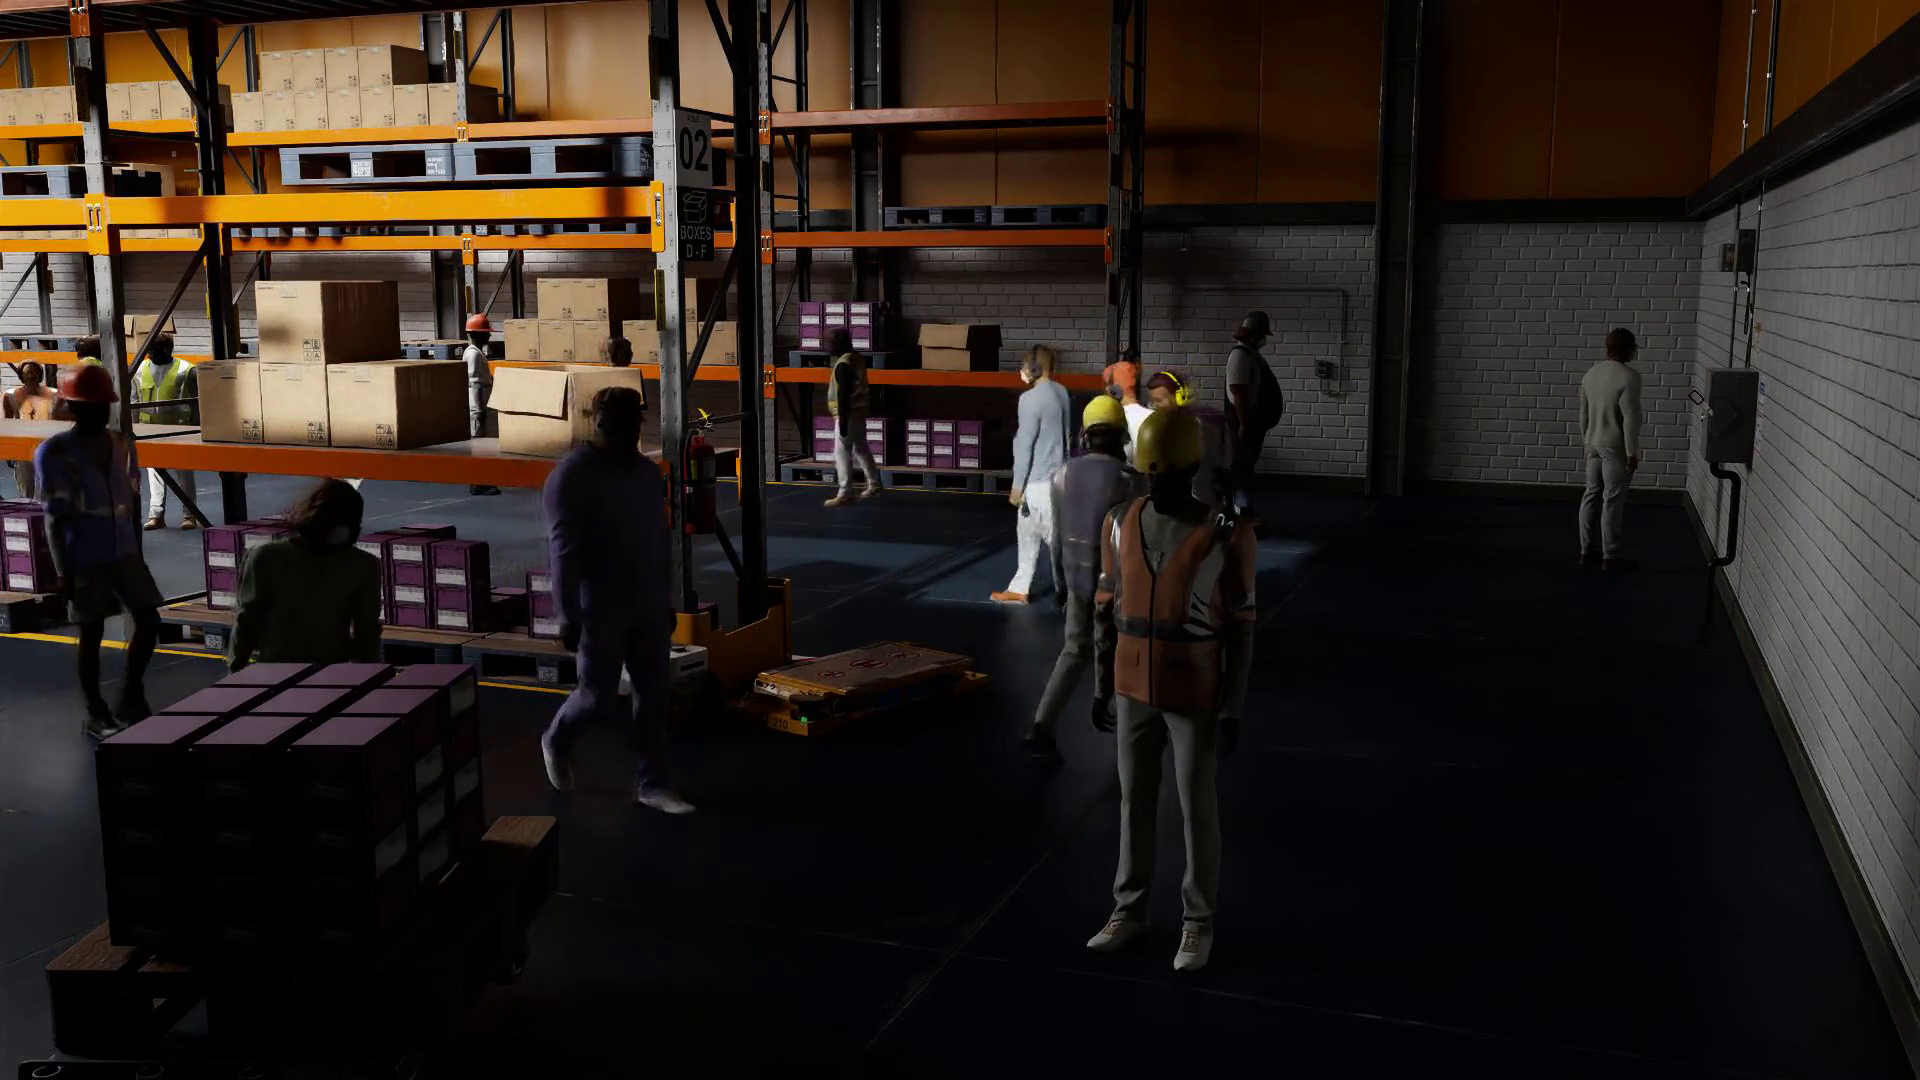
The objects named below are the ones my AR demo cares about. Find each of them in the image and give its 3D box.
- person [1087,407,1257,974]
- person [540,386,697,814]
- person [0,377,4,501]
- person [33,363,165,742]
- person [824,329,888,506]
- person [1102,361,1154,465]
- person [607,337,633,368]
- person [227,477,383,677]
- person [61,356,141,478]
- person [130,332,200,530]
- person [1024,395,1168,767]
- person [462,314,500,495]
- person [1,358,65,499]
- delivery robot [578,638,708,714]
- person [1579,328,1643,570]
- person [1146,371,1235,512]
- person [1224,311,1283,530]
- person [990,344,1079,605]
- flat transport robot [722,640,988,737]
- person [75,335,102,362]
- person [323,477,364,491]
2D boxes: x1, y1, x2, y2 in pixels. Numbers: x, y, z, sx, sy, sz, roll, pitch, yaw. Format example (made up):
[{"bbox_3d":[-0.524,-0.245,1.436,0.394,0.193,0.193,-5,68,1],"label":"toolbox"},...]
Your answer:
[{"bbox_3d":[0.707,0.504,5.671,0.585,1.921,0.373,6,11,31],"label":"person"},{"bbox_3d":[-1.532,0.265,7.313,0.739,1.885,0.666,7,12,38],"label":"person"},{"bbox_3d":[-9.877,-1.267,16.735,0.353,1.939,0.544,5,10,30],"label":"person"},{"bbox_3d":[-4.283,0.079,8.340,0.482,1.921,0.561,5,10,30],"label":"person"},{"bbox_3d":[-1.106,-1.263,17.121,0.500,1.821,0.793,2,9,10],"label":"person"},{"bbox_3d":[1.041,-0.157,10.093,0.594,1.834,0.745,-7,11,-37],"label":"person"},{"bbox_3d":[-3.209,-0.977,15.375,0.989,1.805,0.507,4,10,22],"label":"person"},{"bbox_3d":[-2.474,0.556,6.339,0.567,1.587,0.739,-6,11,-34],"label":"person"},{"bbox_3d":[-6.809,-0.581,13.062,0.831,1.738,0.522,4,10,23],"label":"person"},{"bbox_3d":[-7.337,-1.002,15.382,0.634,1.838,0.429,-1,9,-6],"label":"person"},{"bbox_3d":[0.653,0.198,8.004,0.588,1.794,0.879,8,12,43],"label":"person"},{"bbox_3d":[-5.156,-1.448,17.871,0.364,1.939,0.542,-3,9,-17],"label":"person"},{"bbox_3d":[-8.045,-0.763,14.503,0.523,1.639,0.306,-6,11,-35],"label":"person"},{"bbox_3d":[-1.674,0.649,8.741,0.707,0.478,0.477,6,11,32],"label":"delivery robot"},{"bbox_3d":[5.225,-0.730,13.363,0.377,1.940,0.629,-3,9,-17],"label":"person"},{"bbox_3d":[1.347,-0.103,9.881,0.535,1.810,0.826,7,11,38],"label":"person"},{"bbox_3d":[2.742,-1.127,15.534,0.537,2.000,0.679,3,9,17],"label":"person"},{"bbox_3d":[0.666,-0.420,11.599,0.995,1.898,0.619,4,10,26],"label":"person"},{"bbox_3d":[-0.545,0.785,9.070,0.652,0.197,1.431,8,12,40],"label":"flat transport robot"},{"bbox_3d":[-7.552,-0.876,14.588,0.429,1.839,0.633,-1,9,-4],"label":"person"},{"bbox_3d":[-5.734,-0.977,15.296,0.424,1.819,0.596,6,11,35],"label":"person"}]
